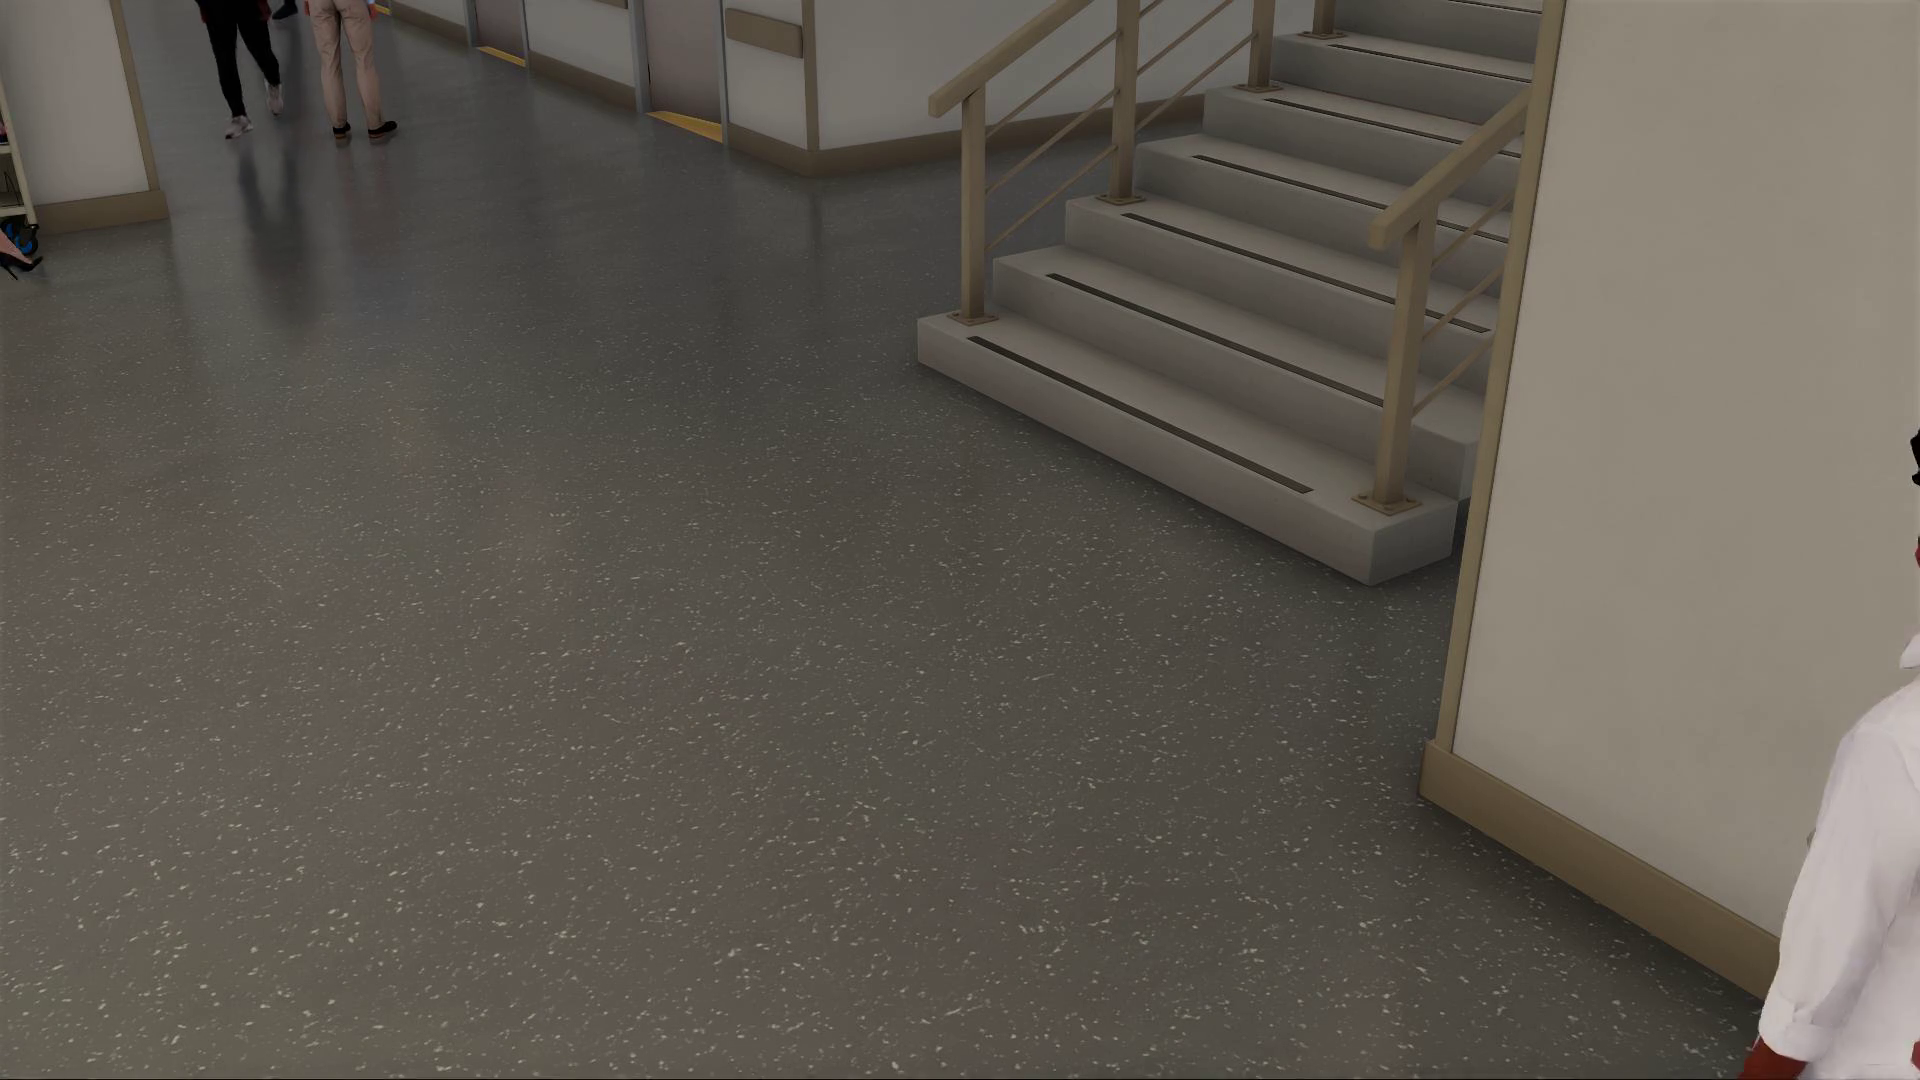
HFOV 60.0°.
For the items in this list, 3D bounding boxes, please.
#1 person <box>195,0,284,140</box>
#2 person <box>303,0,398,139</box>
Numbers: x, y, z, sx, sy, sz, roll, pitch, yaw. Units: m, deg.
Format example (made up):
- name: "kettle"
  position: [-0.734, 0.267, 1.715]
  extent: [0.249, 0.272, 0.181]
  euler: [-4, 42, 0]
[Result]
- name: "person"
  position: [-4.882, -3.682, 11.201]
  extent: [1.098, 1.805, 1.040]
  euler: [-3, 26, -6]
- name: "person"
  position: [-4.121, -3.604, 10.992]
  extent: [0.721, 1.847, 0.815]
  euler: [-1, 26, -2]
